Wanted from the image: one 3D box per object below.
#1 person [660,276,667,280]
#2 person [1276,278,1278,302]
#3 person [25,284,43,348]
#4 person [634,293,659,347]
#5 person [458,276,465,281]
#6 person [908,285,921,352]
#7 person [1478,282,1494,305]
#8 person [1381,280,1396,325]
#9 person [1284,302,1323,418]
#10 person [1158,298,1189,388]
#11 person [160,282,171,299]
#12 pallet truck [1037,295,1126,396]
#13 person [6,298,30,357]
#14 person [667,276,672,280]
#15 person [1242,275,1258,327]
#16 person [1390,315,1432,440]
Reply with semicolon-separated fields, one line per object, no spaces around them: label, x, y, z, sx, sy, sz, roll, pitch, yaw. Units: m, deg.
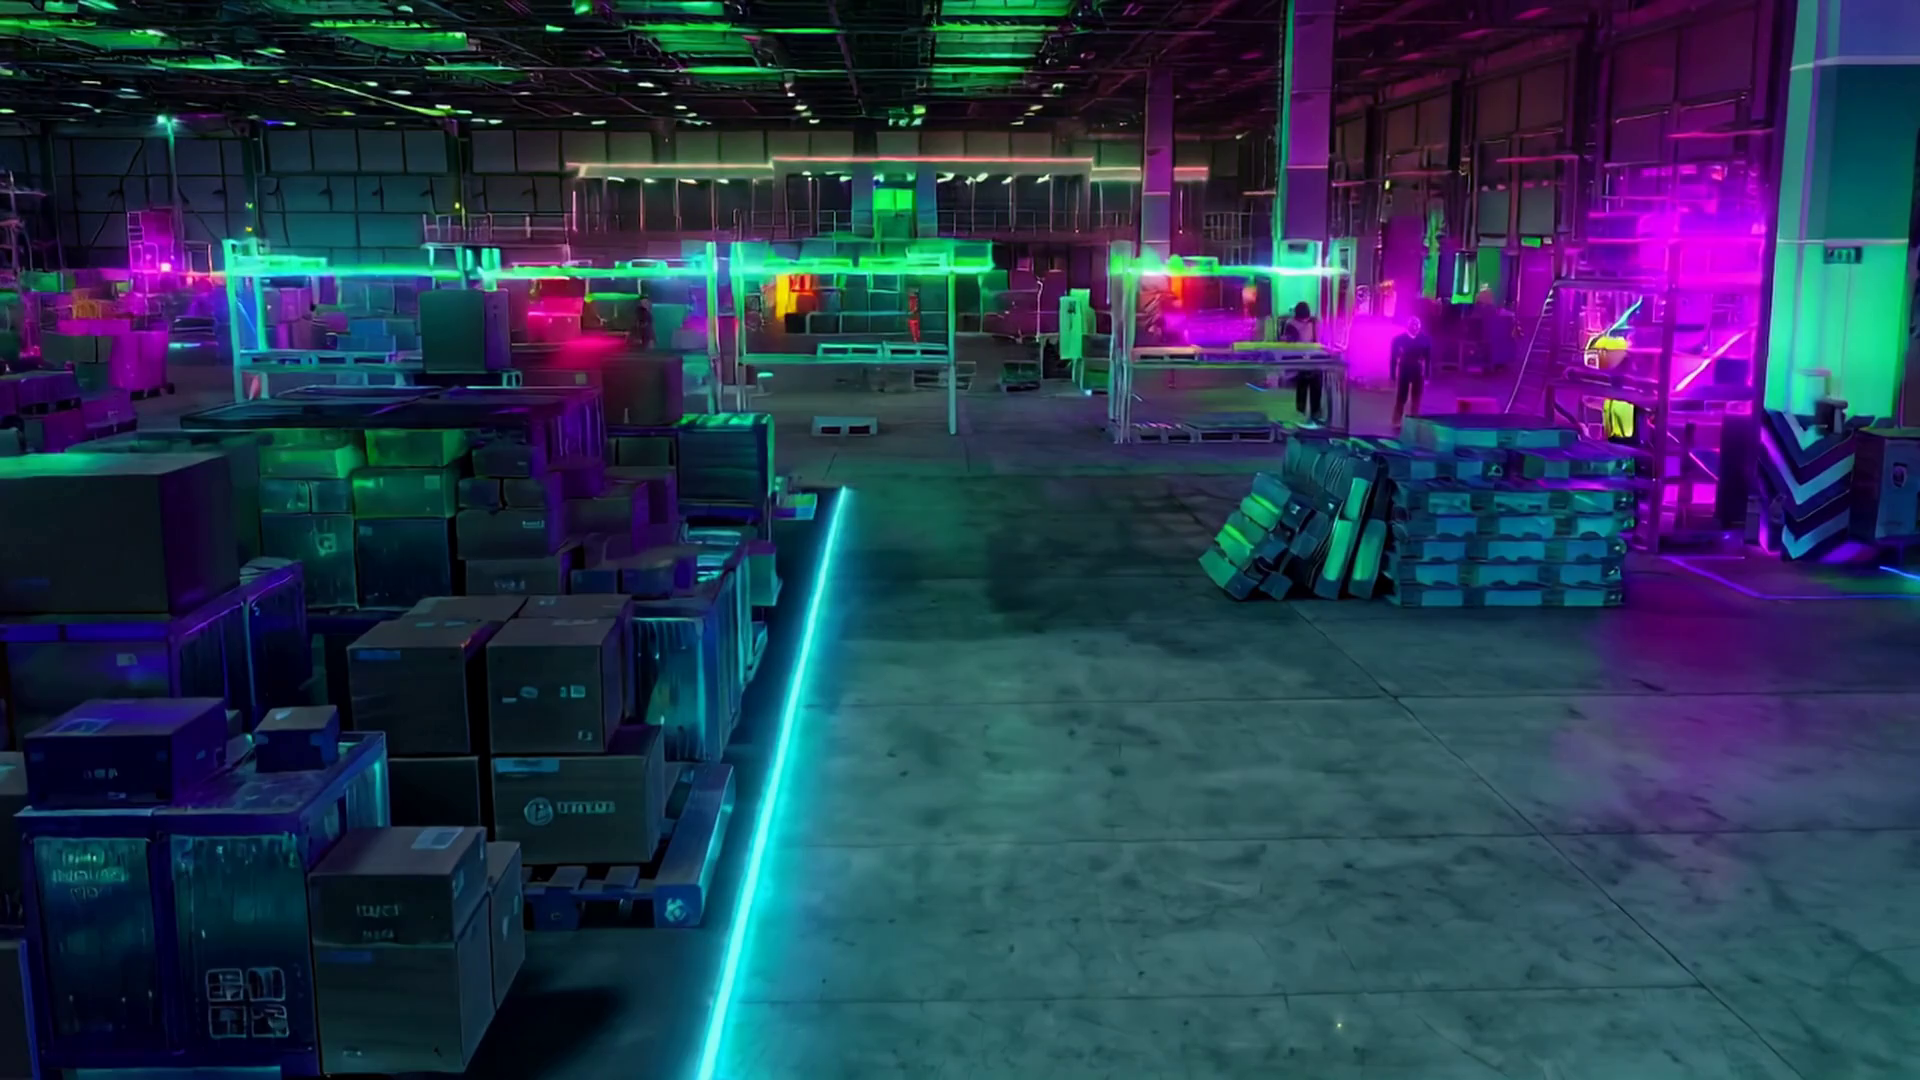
person;-9.590;-7.658;54.352;0.690;1.915;0.541;9;14;42
person;13.822;-10.617;71.062;0.649;1.824;0.486;-3;11;-14
person;-26.435;-6.400;47.552;0.599;1.830;0.403;6;12;31
person;-6.883;-4.418;36.289;0.557;1.918;0.764;6;12;30
person;-17.439;-8.369;58.376;0.356;1.886;0.574;-8;13;-37
person;-1.211;-5.837;44.312;0.353;1.877;0.573;-3;11;-19
person;15.474;-6.696;49.137;0.564;1.851;0.526;-2;10;-9
person;11.662;-6.087;45.363;0.380;1.993;0.610;-2;10;-12
person;5.975;-3.147;28.850;0.725;2.000;0.552;6;12;30
person;4.428;-4.072;34.489;0.602;1.860;0.813;0;10;-1
person;-25.474;-7.405;53.426;0.309;1.736;0.484;-5;11;-24
pallet truck;2.483;-3.881;33.060;1.885;1.965;0.823;-7;13;-36
person;-23.825;-5.315;42.098;0.518;1.617;0.366;0;10;-2
person;-10.531;-8.692;60.281;1.028;1.858;0.584;5;11;27
person;9.795;-8.014;56.241;0.602;1.941;0.402;-7;12;-34
person;6.815;-2.427;25.143;0.628;1.935;0.373;-1;10;-6
